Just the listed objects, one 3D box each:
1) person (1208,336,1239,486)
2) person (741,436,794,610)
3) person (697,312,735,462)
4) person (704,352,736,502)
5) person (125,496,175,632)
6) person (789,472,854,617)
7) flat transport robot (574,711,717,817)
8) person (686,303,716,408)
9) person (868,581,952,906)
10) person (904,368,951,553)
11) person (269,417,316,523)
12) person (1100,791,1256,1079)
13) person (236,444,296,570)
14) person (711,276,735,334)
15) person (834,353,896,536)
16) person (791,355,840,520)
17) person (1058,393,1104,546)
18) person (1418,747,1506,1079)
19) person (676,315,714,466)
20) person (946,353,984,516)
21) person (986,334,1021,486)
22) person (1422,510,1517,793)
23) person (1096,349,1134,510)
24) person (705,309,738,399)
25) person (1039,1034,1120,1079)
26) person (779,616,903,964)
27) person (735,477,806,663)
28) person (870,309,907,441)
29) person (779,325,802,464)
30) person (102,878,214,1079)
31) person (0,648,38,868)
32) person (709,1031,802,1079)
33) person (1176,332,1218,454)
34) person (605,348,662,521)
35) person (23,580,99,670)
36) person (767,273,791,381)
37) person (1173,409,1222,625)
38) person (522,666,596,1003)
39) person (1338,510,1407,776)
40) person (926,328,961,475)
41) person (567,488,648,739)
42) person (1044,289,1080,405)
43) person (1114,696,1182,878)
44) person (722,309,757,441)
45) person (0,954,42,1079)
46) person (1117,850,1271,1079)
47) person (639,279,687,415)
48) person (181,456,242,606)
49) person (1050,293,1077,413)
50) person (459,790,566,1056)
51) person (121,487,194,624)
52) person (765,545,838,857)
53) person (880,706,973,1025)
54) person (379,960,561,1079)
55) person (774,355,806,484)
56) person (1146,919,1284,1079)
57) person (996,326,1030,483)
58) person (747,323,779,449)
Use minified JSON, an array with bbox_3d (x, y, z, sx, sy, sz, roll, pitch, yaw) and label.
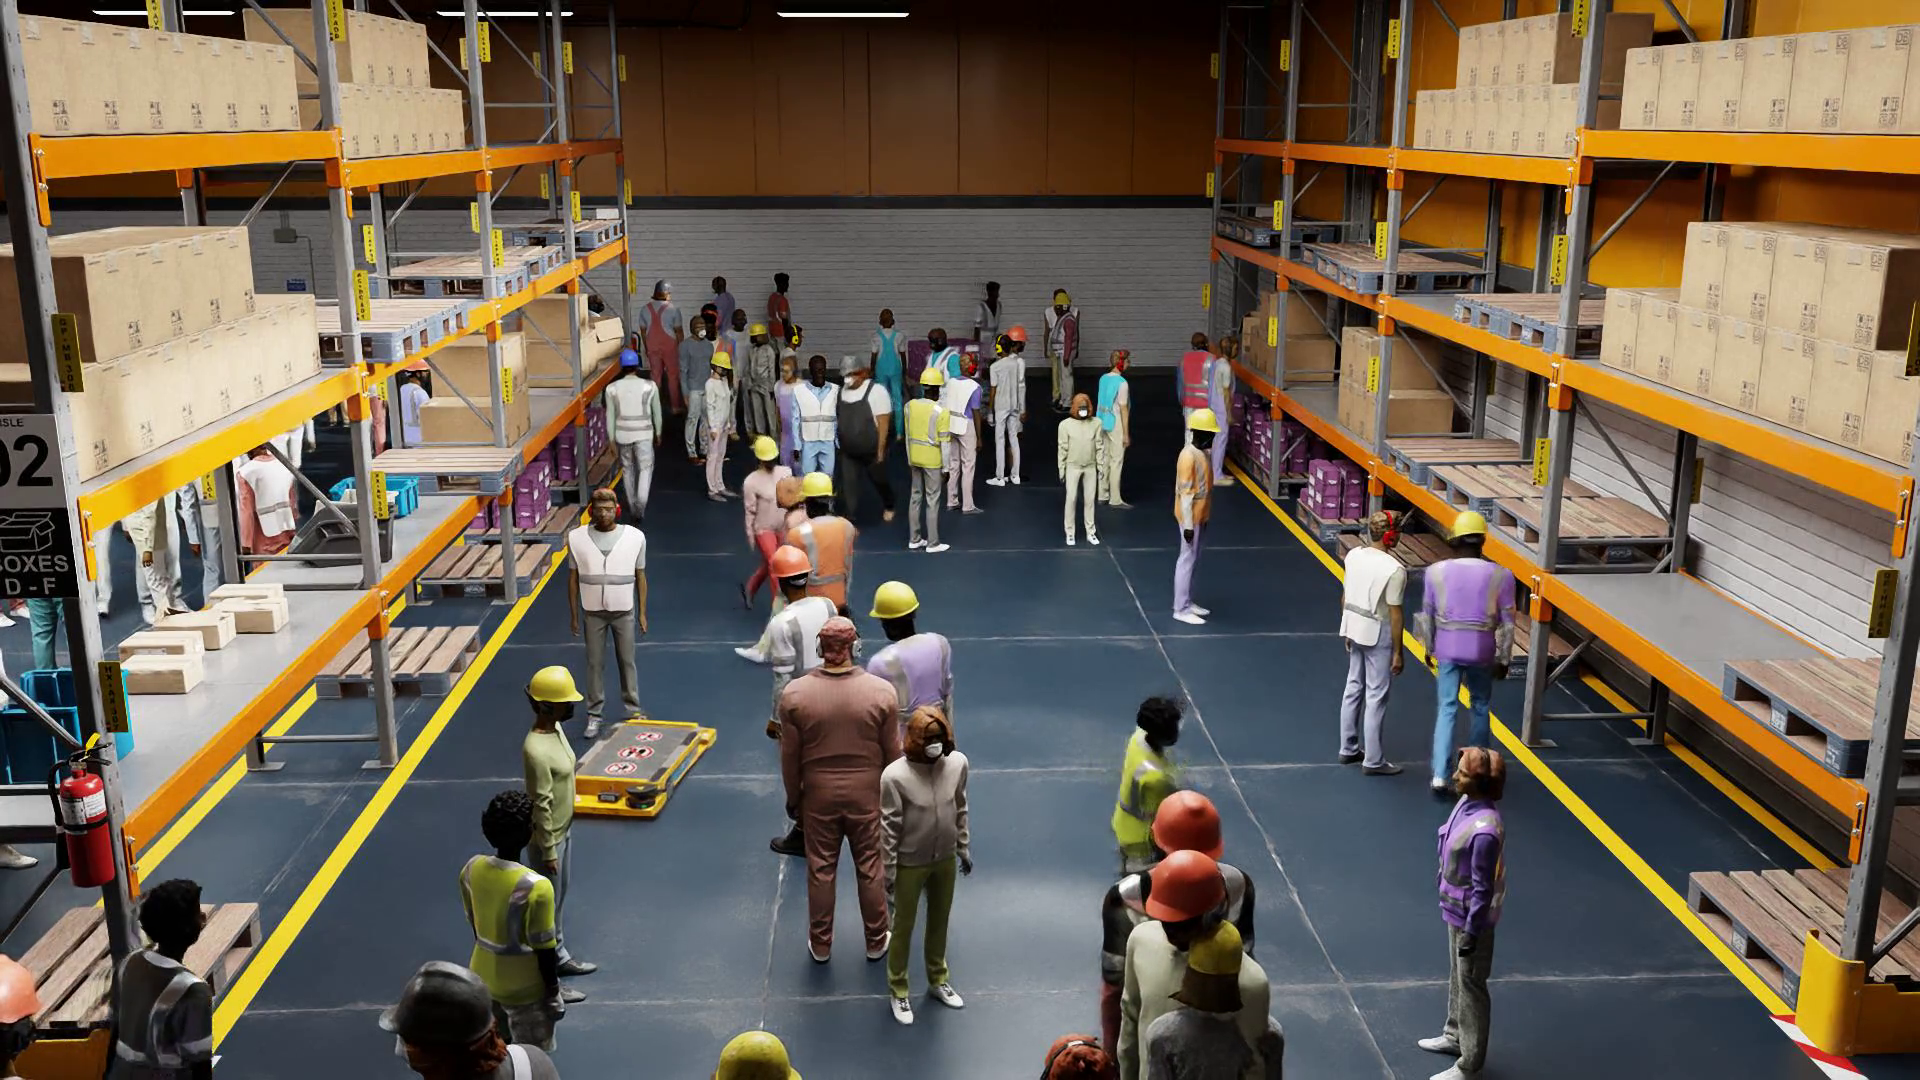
[{"bbox_3d":[3.218,-1.578,20.327,0.354,1.839,0.507,0,14,-1],"label":"person"},{"bbox_3d":[-1.727,-0.107,14.744,0.758,1.730,0.533,14,20,43],"label":"person"},{"bbox_3d":[-3.242,-1.993,21.691,0.614,1.963,0.361,-5,15,-18],"label":"person"},{"bbox_3d":[-2.816,-1.335,19.524,0.331,1.760,0.522,3,15,13],"label":"person"},{"bbox_3d":[-6.969,0.009,14.255,0.336,1.749,0.575,-6,15,-21],"label":"person"},{"bbox_3d":[-1.027,0.447,12.209,0.610,1.914,0.421,-14,20,-43],"label":"person"},{"bbox_3d":[-2.181,1.507,11.333,0.652,0.197,1.431,2,14,9],"label":"flat transport robot"},{"bbox_3d":[-3.927,-2.752,25.262,0.482,1.674,0.554,-1,14,-5],"label":"person"},{"bbox_3d":[-0.309,1.156,9.450,0.403,1.910,0.607,12,19,39],"label":"person"},{"bbox_3d":[-0.322,-0.824,17.209,0.581,1.919,0.395,11,18,36],"label":"person"},{"bbox_3d":[-7.439,-1.111,18.425,0.618,1.861,0.652,-13,19,-41],"label":"person"},{"bbox_3d":[0.834,1.894,6.320,0.612,2.030,0.410,-4,15,-14],"label":"person"},{"bbox_3d":[-5.891,-0.053,14.201,0.406,1.909,0.593,5,15,18],"label":"person"},{"bbox_3d":[-3.817,-3.288,26.858,0.370,1.932,0.627,4,15,15],"label":"person"},{"bbox_3d":[-1.025,-1.085,17.978,0.681,2.000,0.945,5,15,19],"label":"person"},{"bbox_3d":[-1.546,-1.062,18.125,0.593,1.922,0.392,-6,15,-21],"label":"person"},{"bbox_3d":[1.268,-0.743,17.473,0.504,1.623,0.286,-4,15,-14],"label":"person"},{"bbox_3d":[2.359,1.731,7.716,0.308,1.645,0.514,2,14,7],"label":"person"},{"bbox_3d":[-3.369,-1.937,21.525,0.359,1.938,0.635,10,18,35],"label":"person"},{"bbox_3d":[0.038,-1.197,18.835,0.395,1.836,0.561,-11,18,-37],"label":"person"},{"bbox_3d":[0.547,-1.583,20.301,0.511,1.861,0.331,-10,17,-35],"label":"person"},{"bbox_3d":[3.374,0.750,11.104,0.598,1.914,0.728,4,15,16],"label":"person"},{"bbox_3d":[1.758,-1.266,19.076,0.373,1.843,0.572,-6,15,-23],"label":"person"},{"bbox_3d":[-3.229,-2.069,21.943,0.605,2.005,1.037,-1,14,-5],"label":"person"},{"bbox_3d":[0.350,2.333,4.887,0.576,1.880,0.360,0,14,-1],"label":"person"},{"bbox_3d":[-0.617,1.326,8.795,0.638,1.903,0.408,0,14,-1],"label":"person"},{"bbox_3d":[-1.416,0.278,13.508,0.839,1.582,0.524,-2,14,-8],"label":"person"},{"bbox_3d":[-0.993,-2.279,23.069,0.504,1.839,0.344,-1,14,-5],"label":"person"},{"bbox_3d":[-2.122,-1.792,21.117,0.329,1.862,0.512,-7,16,-24],"label":"person"},{"bbox_3d":[-3.032,2.110,6.249,0.561,1.636,0.947,12,18,38],"label":"person"},{"bbox_3d":[-5.735,1.098,9.678,0.403,1.906,0.651,1,14,5],"label":"person"},{"bbox_3d":[-0.639,2.328,5.195,0.320,1.738,0.483,2,14,7],"label":"person"},{"bbox_3d":[2.977,-1.692,20.836,0.651,1.804,0.471,11,18,36],"label":"person"},{"bbox_3d":[-3.634,-1.161,18.525,0.609,1.923,0.778,-1,14,-3],"label":"person"},{"bbox_3d":[-6.928,0.314,12.753,0.642,1.909,0.410,0,14,-1],"label":"person"},{"bbox_3d":[-2.925,-3.386,27.161,0.367,1.962,0.613,-8,16,-27],"label":"person"},{"bbox_3d":[2.111,-0.219,14.810,0.387,1.922,0.594,5,15,19],"label":"person"},{"bbox_3d":[-2.052,1.486,8.457,0.339,1.761,0.524,-1,14,-4],"label":"person"},{"bbox_3d":[2.809,0.697,11.372,0.375,1.844,0.567,-7,16,-24],"label":"person"},{"bbox_3d":[-0.218,-1.769,21.088,0.434,1.831,0.637,-8,16,-29],"label":"person"},{"bbox_3d":[-2.544,0.518,12.066,0.566,1.850,0.389,-2,14,-9],"label":"person"},{"bbox_3d":[1.589,-3.006,25.946,0.574,1.830,0.410,5,15,18],"label":"person"},{"bbox_3d":[0.931,1.546,8.406,0.353,1.661,0.645,-1,14,-4],"label":"person"},{"bbox_3d":[-3.066,-2.301,23.158,0.504,1.840,0.342,-7,16,-25],"label":"person"},{"bbox_3d":[-2.820,2.215,5.038,0.605,2.034,0.391,-1,14,-5],"label":"person"},{"bbox_3d":[0.795,2.016,5.917,0.405,1.985,0.619,-14,20,-43],"label":"person"},{"bbox_3d":[-4.467,-2.931,25.226,0.688,2.000,0.536,4,15,17],"label":"person"},{"bbox_3d":[-6.424,-0.100,14.385,0.398,1.909,0.600,7,16,27],"label":"person"},{"bbox_3d":[1.580,-2.857,25.371,0.403,1.824,0.593,-2,14,-7],"label":"person"},{"bbox_3d":[-1.883,1.875,7.057,0.534,1.694,0.320,10,18,35],"label":"person"},{"bbox_3d":[-7.195,-0.212,14.831,0.410,1.908,0.595,11,18,38],"label":"person"},{"bbox_3d":[-0.982,0.975,10.114,0.374,1.929,0.542,10,17,34],"label":"person"},{"bbox_3d":[-0.166,1.594,8.271,0.507,1.632,0.267,-9,17,-31],"label":"person"},{"bbox_3d":[-1.532,2.204,5.067,0.538,2.000,0.688,6,16,23],"label":"person"},{"bbox_3d":[-1.847,-1.223,18.960,0.519,1.827,0.565,8,16,27],"label":"person"},{"bbox_3d":[0.877,2.153,5.865,0.492,1.740,0.325,-1,14,-4],"label":"person"},{"bbox_3d":[0.668,-1.672,20.513,0.396,1.928,0.553,-7,16,-27],"label":"person"},{"bbox_3d":[-2.684,-2.064,22.440,0.493,1.735,0.348,12,19,39],"label":"person"}]
